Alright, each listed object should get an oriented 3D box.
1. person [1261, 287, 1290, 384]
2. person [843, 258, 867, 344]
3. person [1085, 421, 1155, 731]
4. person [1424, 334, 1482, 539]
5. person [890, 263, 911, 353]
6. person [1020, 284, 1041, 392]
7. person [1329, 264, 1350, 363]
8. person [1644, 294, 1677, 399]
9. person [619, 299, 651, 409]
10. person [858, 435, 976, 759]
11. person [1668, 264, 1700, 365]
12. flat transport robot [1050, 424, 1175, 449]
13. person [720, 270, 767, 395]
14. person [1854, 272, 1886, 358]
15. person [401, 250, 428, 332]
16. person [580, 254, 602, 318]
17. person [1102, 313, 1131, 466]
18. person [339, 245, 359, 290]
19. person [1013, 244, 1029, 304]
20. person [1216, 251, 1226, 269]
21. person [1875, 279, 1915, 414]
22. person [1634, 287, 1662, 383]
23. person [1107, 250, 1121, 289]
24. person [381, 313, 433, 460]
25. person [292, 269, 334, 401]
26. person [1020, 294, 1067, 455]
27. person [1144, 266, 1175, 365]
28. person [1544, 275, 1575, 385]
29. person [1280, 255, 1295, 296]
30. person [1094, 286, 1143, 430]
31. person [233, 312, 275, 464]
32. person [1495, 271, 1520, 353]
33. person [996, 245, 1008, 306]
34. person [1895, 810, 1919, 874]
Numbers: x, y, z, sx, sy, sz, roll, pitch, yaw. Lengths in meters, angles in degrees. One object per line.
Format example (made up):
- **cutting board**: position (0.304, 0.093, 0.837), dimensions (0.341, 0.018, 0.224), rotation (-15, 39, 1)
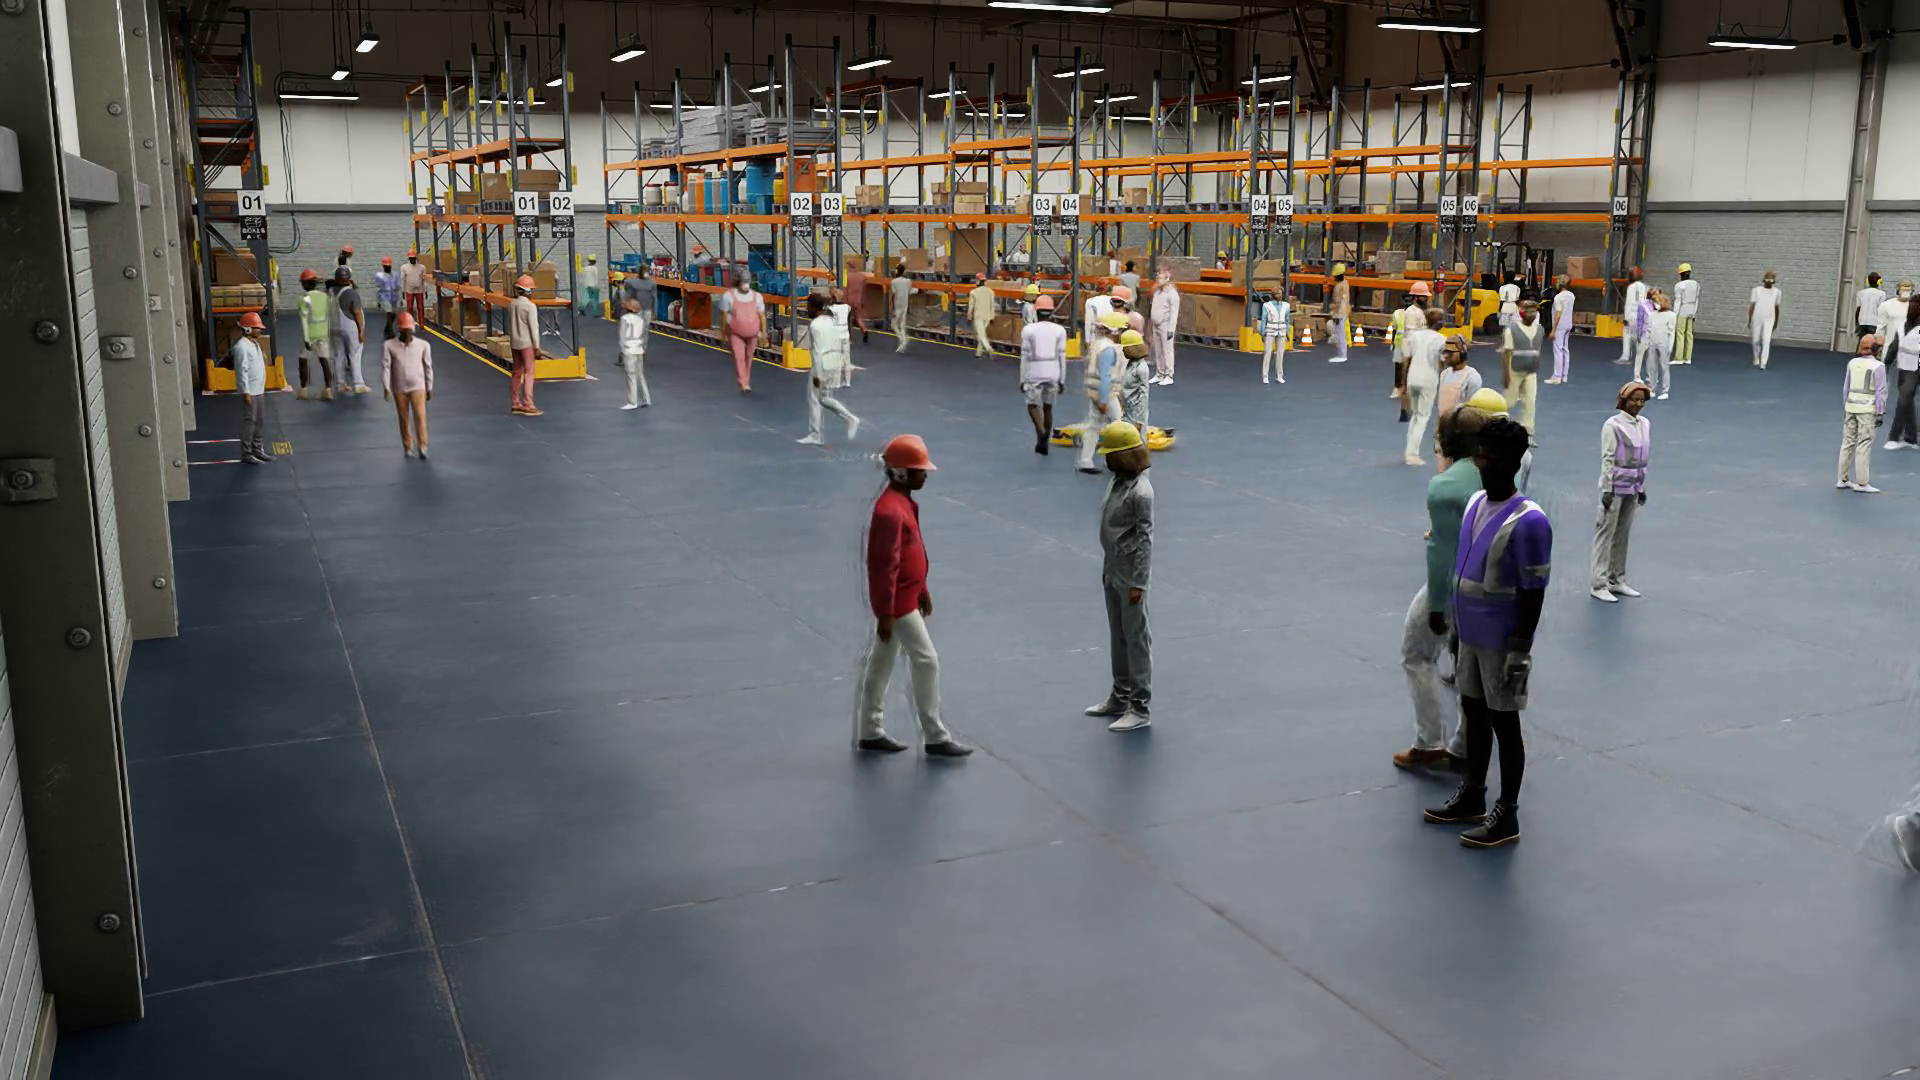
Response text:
- **person**: position (5.349, -3.471, 28.201), dimensions (0.525, 1.637, 0.307), rotation (-2, 11, -11)
- **person**: position (-2.341, -5.230, 36.488), dimensions (0.657, 1.890, 0.666), rotation (-7, 13, -32)
- **person**: position (0.905, 0.197, 9.311), dimensions (0.309, 1.736, 0.485), rotation (-3, 12, -17)
- **person**: position (4.322, -0.875, 14.506), dimensions (0.337, 1.838, 0.506), rotation (-4, 12, -19)
- **person**: position (-1.204, -4.775, 34.282), dimensions (0.515, 1.852, 0.446), rotation (-8, 14, -35)
- **person**: position (1.138, -3.261, 26.889), dimensions (0.328, 1.733, 0.480), rotation (-1, 11, -5)
- **person**: position (7.346, -4.378, 32.188), dimensions (0.389, 1.890, 0.654), rotation (0, 11, 2)
- **person**: position (10.870, -3.001, 25.847), dimensions (0.293, 1.627, 0.503), rotation (-7, 13, -32)
- **person**: position (-4.796, -2.730, 24.509), dimensions (0.347, 1.615, 0.590), rotation (5, 12, 24)
- **person**: position (-0.216, 0.306, 8.766), dimensions (0.752, 1.721, 0.589), rotation (0, 11, 0)
- **person**: position (13.753, -4.285, 31.627), dimensions (0.585, 1.917, 0.382), rotation (-5, 12, -24)
- **flat transport robot**: position (1.893, -1.300, 20.650), dimensions (1.431, 0.197, 0.652), rotation (4, 12, 21)
- **person**: position (-3.436, -3.355, 26.579), dimensions (0.696, 2.000, 1.038), rotation (-5, 12, -24)
- **person**: position (15.789, -3.712, 28.866), dimensions (0.335, 1.860, 0.508), rotation (-7, 13, -31)
- **person**: position (-13.203, -6.023, 40.254), dimensions (0.624, 1.992, 0.390), rotation (-5, 12, -24)
- **person**: position (-10.131, -6.975, 45.710), dimensions (0.536, 1.751, 0.498), rotation (10, 15, 42)
- **person**: position (1.814, -1.697, 18.894), dimensions (0.527, 1.755, 0.358), rotation (-7, 13, -32)
- **person**: position (-16.402, -6.892, 44.648), dimensions (0.776, 2.008, 0.617), rotation (-7, 13, -32)
- **person**: position (1.989, -8.484, 53.008), dimensions (0.406, 1.902, 0.638), rotation (11, 15, 43)
- **person**: position (7.573, -7.513, 48.413), dimensions (0.316, 1.769, 0.523), rotation (3, 11, 14)
- **person**: position (13.482, -2.767, 23.882), dimensions (0.627, 1.933, 0.366), rotation (5, 12, 24)
- **person**: position (11.704, -3.477, 28.254), dimensions (0.514, 1.634, 0.313), rotation (-3, 12, -16)
- **person**: position (4.245, -7.239, 46.863), dimensions (0.595, 1.839, 0.981), rotation (-1, 11, -5)
- **person**: position (-6.448, -1.781, 19.424), dimensions (0.567, 1.711, 0.869), rotation (-3, 12, -15)
- **person**: position (-10.004, -3.148, 25.584), dimensions (0.884, 2.010, 0.619), rotation (7, 13, 32)
- **person**: position (0.999, -1.947, 19.740), dimensions (0.560, 1.917, 0.519), rotation (-2, 11, -9)
- **person**: position (3.688, -4.214, 31.373), dimensions (0.662, 1.872, 0.810), rotation (-10, 15, -40)
- **person**: position (10.117, -3.541, 28.026), dimensions (0.506, 1.847, 0.345), rotation (-10, 15, -41)
- **person**: position (8.877, -6.902, 45.309), dimensions (0.525, 1.769, 0.316), rotation (10, 15, 40)
- **person**: position (1.941, -2.104, 20.341), dimensions (0.613, 1.994, 0.395), rotation (5, 12, 22)
- **person**: position (-8.138, -1.747, 19.179), dimensions (0.351, 1.742, 0.574), rotation (0, 11, -2)
- **person**: position (11.271, -4.690, 34.242), dimensions (0.541, 1.695, 0.316), rotation (-6, 13, -29)
- **person**: position (1.254, -7.891, 49.922), dimensions (0.368, 1.928, 0.585), rotation (-3, 12, -15)
- **person**: position (4.458, 0.678, 6.925), dimensions (0.490, 1.705, 0.803), rotation (-10, 15, -43)
